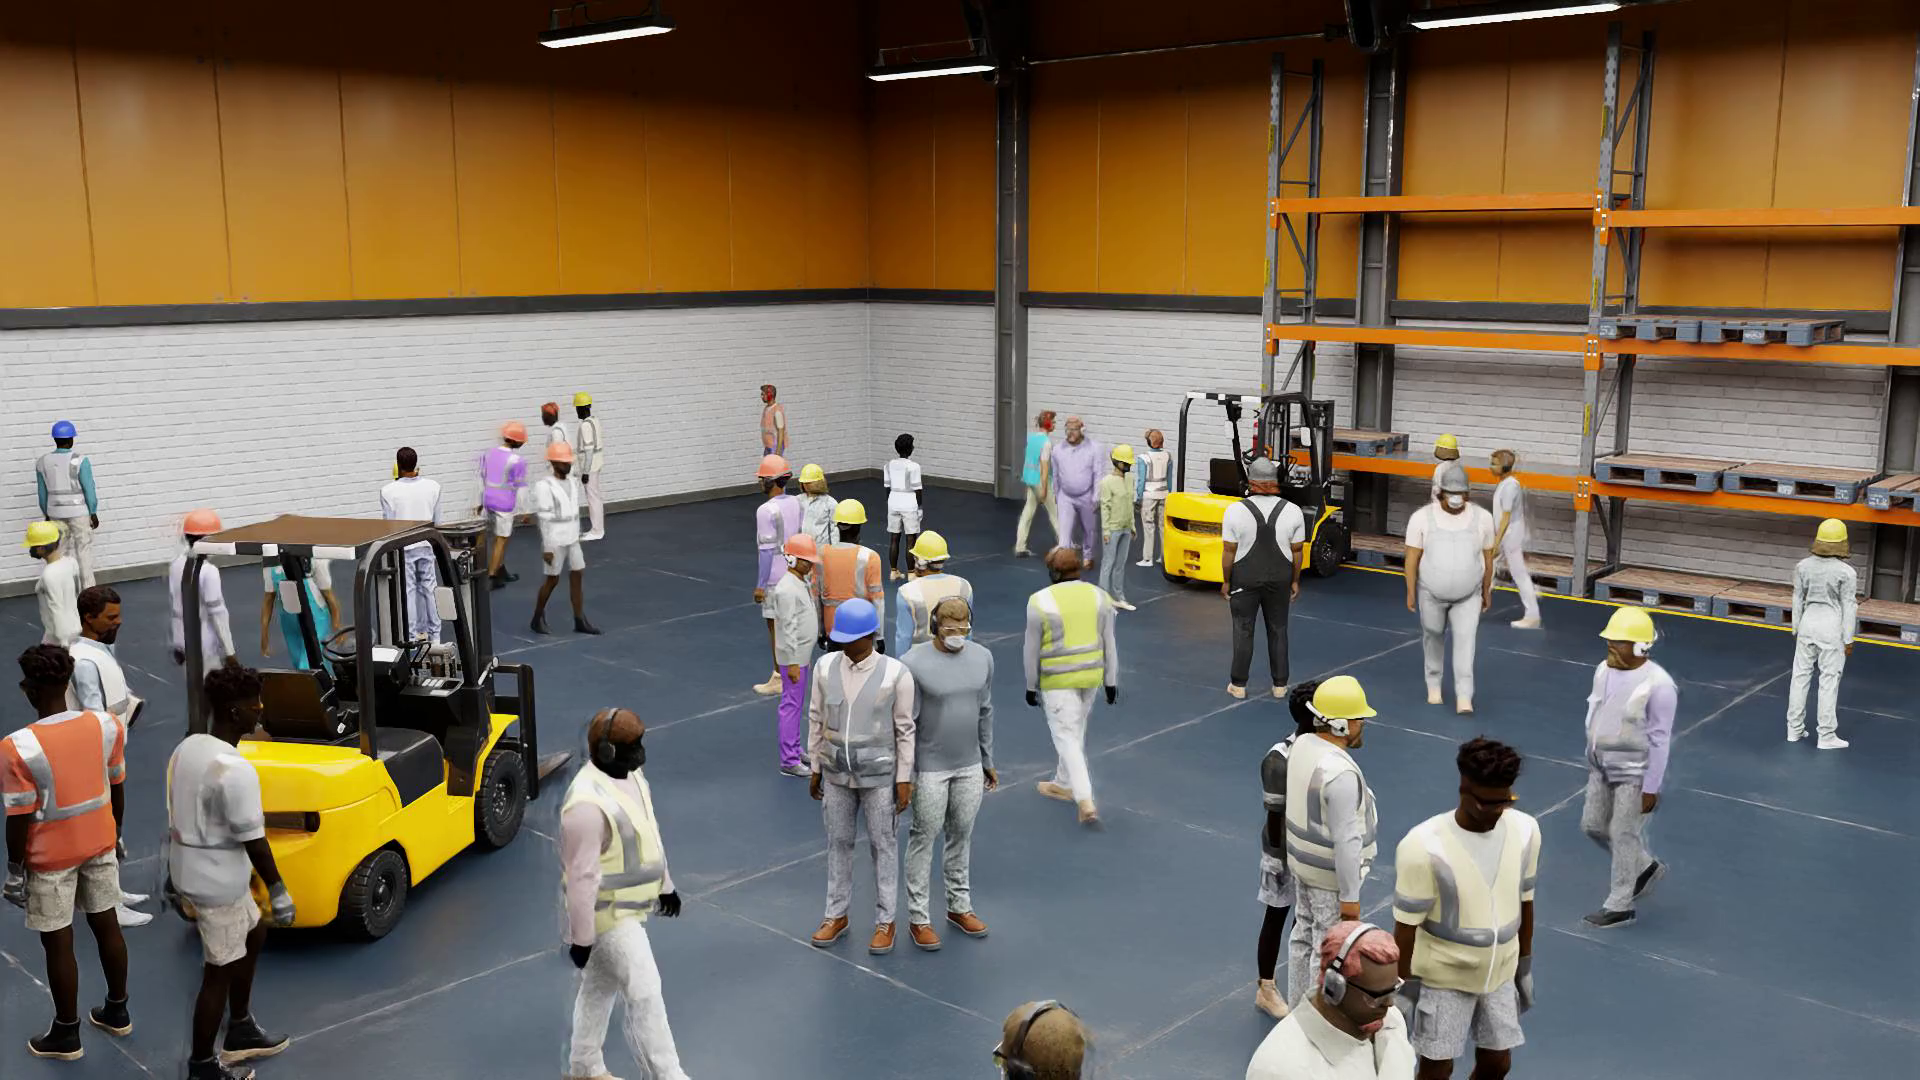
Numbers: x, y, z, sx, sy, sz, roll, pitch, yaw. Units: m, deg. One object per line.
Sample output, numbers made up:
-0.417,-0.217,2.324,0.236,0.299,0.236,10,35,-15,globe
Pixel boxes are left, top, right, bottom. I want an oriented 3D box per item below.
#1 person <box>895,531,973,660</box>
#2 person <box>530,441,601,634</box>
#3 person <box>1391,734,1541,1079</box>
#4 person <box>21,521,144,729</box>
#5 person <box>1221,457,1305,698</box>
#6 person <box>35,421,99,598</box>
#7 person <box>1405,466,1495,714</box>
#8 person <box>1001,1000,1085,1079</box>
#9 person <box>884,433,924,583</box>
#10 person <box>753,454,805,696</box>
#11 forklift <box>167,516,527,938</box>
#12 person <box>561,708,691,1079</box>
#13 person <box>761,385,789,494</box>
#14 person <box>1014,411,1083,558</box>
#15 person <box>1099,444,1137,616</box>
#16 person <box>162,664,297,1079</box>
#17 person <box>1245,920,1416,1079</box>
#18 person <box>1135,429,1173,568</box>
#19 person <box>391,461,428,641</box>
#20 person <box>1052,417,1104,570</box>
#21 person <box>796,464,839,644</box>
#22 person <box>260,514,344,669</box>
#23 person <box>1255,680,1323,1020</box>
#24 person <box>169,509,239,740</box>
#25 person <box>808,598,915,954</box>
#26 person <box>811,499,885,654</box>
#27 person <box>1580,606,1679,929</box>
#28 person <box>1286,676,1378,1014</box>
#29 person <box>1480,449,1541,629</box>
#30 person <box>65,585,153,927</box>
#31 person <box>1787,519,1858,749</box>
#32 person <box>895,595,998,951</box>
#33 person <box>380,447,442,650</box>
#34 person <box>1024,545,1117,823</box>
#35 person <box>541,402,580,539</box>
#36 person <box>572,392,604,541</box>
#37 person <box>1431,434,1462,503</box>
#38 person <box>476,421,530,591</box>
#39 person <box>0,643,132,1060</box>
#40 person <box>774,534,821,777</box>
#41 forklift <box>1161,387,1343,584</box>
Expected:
-0.199,0.841,11.532,0.600,1.836,0.404,-6,12,-30,person
-3.887,-0.015,16.224,0.601,1.941,0.556,5,11,27,person
1.955,1.683,6.440,0.635,1.943,0.458,-3,10,-15,person
-6.793,0.685,12.743,0.818,1.726,0.520,-2,10,-10,person
2.518,0.309,13.986,0.690,2.000,0.538,0,10,0,person
-9.465,-0.296,17.688,0.604,1.949,0.389,0,10,2,person
3.965,0.397,13.482,0.704,2.000,0.900,3,10,14,person
0.253,2.101,4.277,0.638,1.879,1.064,-8,13,-40,person
-0.621,-0.352,18.730,0.532,1.696,0.319,8,13,38,person
-1.555,0.295,14.056,0.375,2.043,0.611,4,11,23,person
-3.583,0.976,9.748,1.214,2.155,2.313,2,10,11,forklift
-1.368,1.611,7.244,0.865,1.811,0.629,1,10,3,person
-2.646,-1.297,23.697,0.394,1.841,0.564,-5,11,-25,person
1.074,-0.676,20.260,0.944,1.796,0.592,-4,11,-22,person
1.649,-0.114,17.186,0.323,1.764,0.523,9,13,41,person
-3.267,1.505,7.476,0.687,1.934,0.686,-10,14,-44,person
1.094,1.999,4.763,0.639,1.903,0.409,-9,14,-42,person
2.298,-0.492,19.695,0.524,1.636,0.308,-6,12,-32,person
-5.266,0.099,15.987,0.321,1.761,0.522,0,10,-1,person
1.359,-0.508,19.226,0.635,1.854,1.044,3,10,14,person
-1.393,0.134,15.841,0.483,1.738,0.313,3,10,16,person
-4.950,0.711,12.342,0.534,1.812,0.827,3,10,14,person
1.672,1.506,8.171,0.533,1.694,0.320,-8,13,-39,person
-5.404,0.734,11.894,0.440,1.918,0.563,-9,14,-42,person
-0.539,1.251,8.914,0.602,1.938,0.401,3,11,19,person
-0.819,0.652,12.355,0.585,1.927,0.366,4,11,22,person
3.722,1.254,9.215,0.528,1.822,0.590,-3,10,-17,person
1.716,1.518,7.693,0.404,1.830,0.603,-2,10,-10,person
5.342,-0.008,16.502,0.986,1.786,0.518,2,10,9,person
-4.798,1.200,9.277,0.391,1.914,0.587,-5,11,-25,person
6.539,0.702,12.587,0.285,1.746,0.491,-6,12,-30,person
-0.069,1.235,9.021,0.627,1.933,0.371,-6,12,-32,person
-5.140,0.081,15.633,0.589,1.919,0.393,-10,14,-43,person
0.766,0.947,11.046,0.629,1.809,0.857,-5,11,-28,person
-5.058,-0.841,21.089,0.431,1.847,0.718,-2,10,-10,person
-4.805,-0.952,21.493,0.381,1.923,0.591,0,10,-2,person
5.324,-0.302,18.309,0.290,1.746,0.486,9,13,42,person
-5.022,-0.383,18.401,0.640,1.874,0.616,7,12,34,person
-4.174,1.438,7.765,0.367,1.967,0.607,5,11,27,person
-1.153,0.815,11.946,0.337,1.743,0.560,0,10,2,person
3.298,-0.608,18.767,1.214,2.155,2.313,9,13,42,forklift
